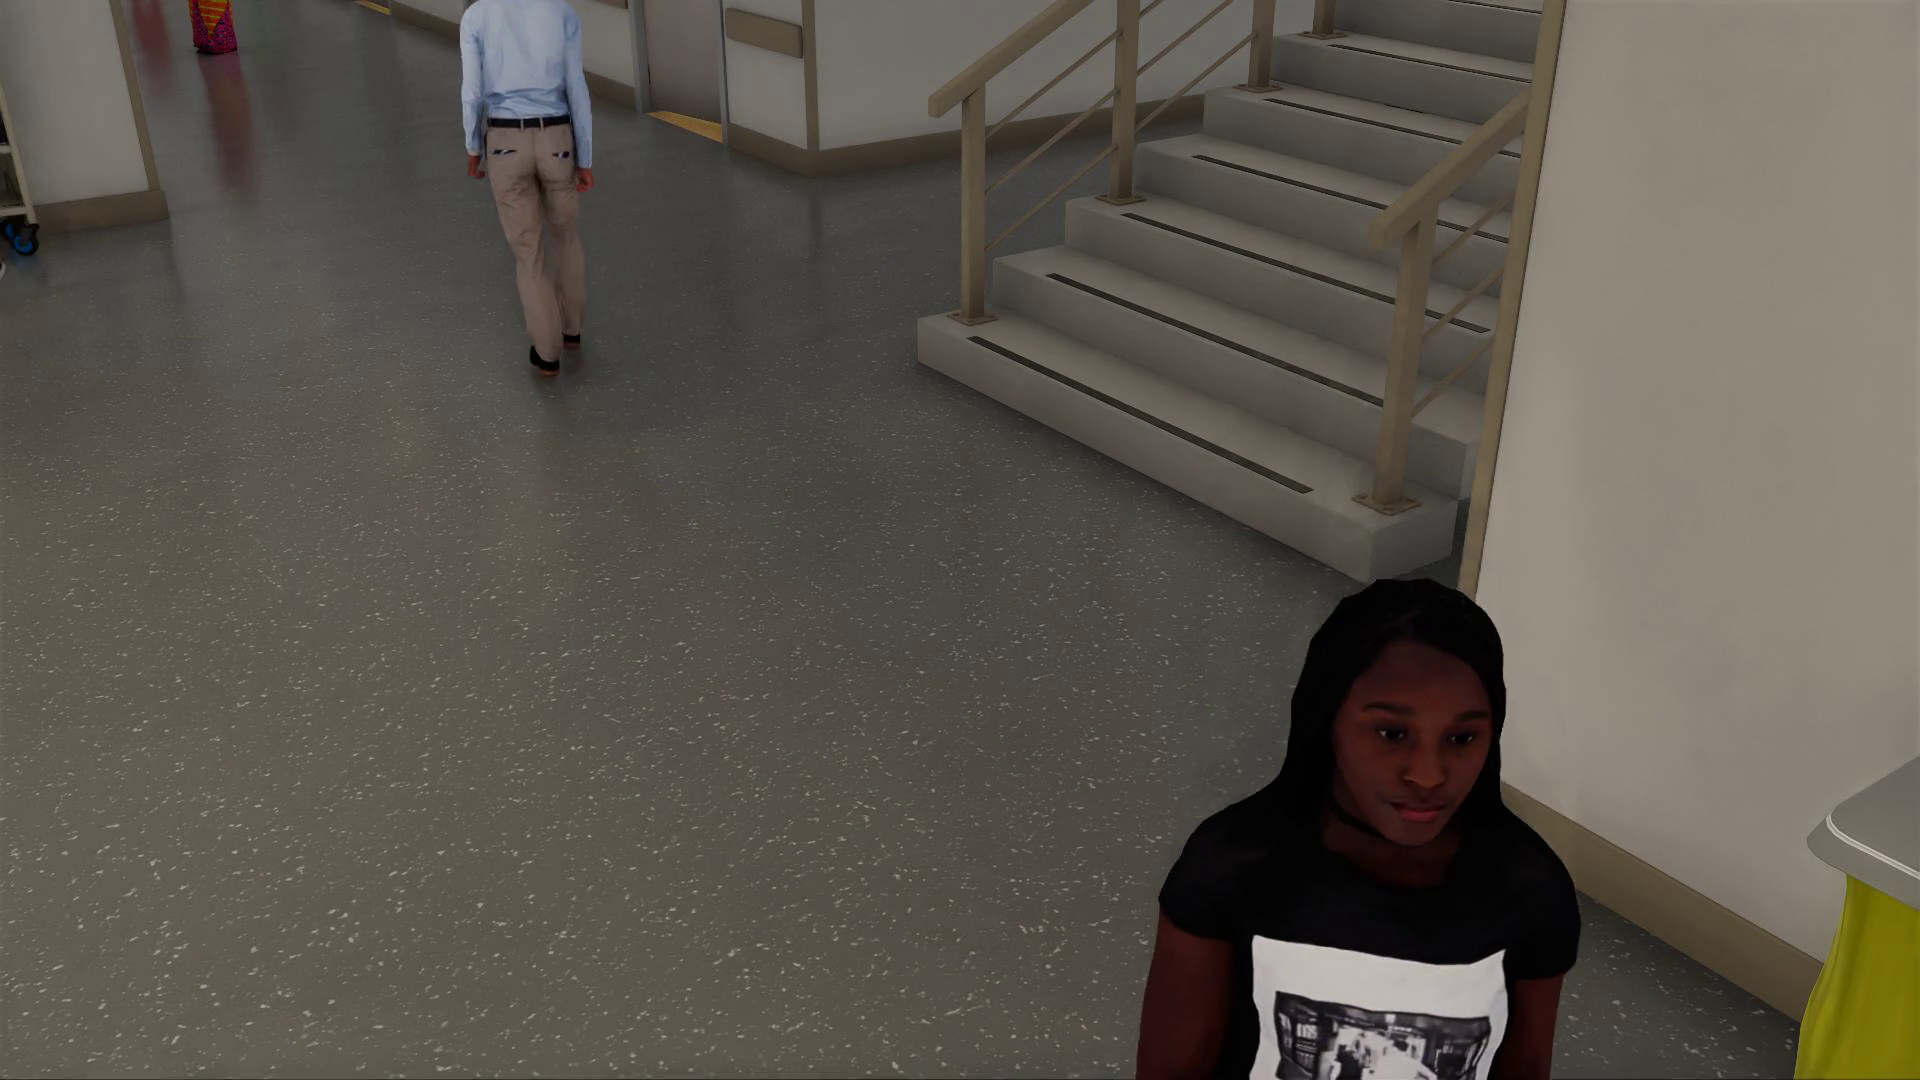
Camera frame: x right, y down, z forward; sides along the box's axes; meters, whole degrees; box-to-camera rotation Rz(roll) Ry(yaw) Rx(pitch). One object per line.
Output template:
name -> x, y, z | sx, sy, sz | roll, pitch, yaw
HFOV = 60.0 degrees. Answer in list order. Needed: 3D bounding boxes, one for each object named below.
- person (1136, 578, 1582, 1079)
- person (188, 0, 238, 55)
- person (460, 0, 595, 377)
person -> 0.431, 0.803, 1.999 | 0.762, 1.720, 0.823 | 4, 26, 8
person -> -6.488, -5.021, 14.114 | 0.695, 1.687, 0.682 | -12, 28, -23
person -> -1.721, -1.540, 6.741 | 0.755, 1.821, 0.785 | -12, 28, -23
